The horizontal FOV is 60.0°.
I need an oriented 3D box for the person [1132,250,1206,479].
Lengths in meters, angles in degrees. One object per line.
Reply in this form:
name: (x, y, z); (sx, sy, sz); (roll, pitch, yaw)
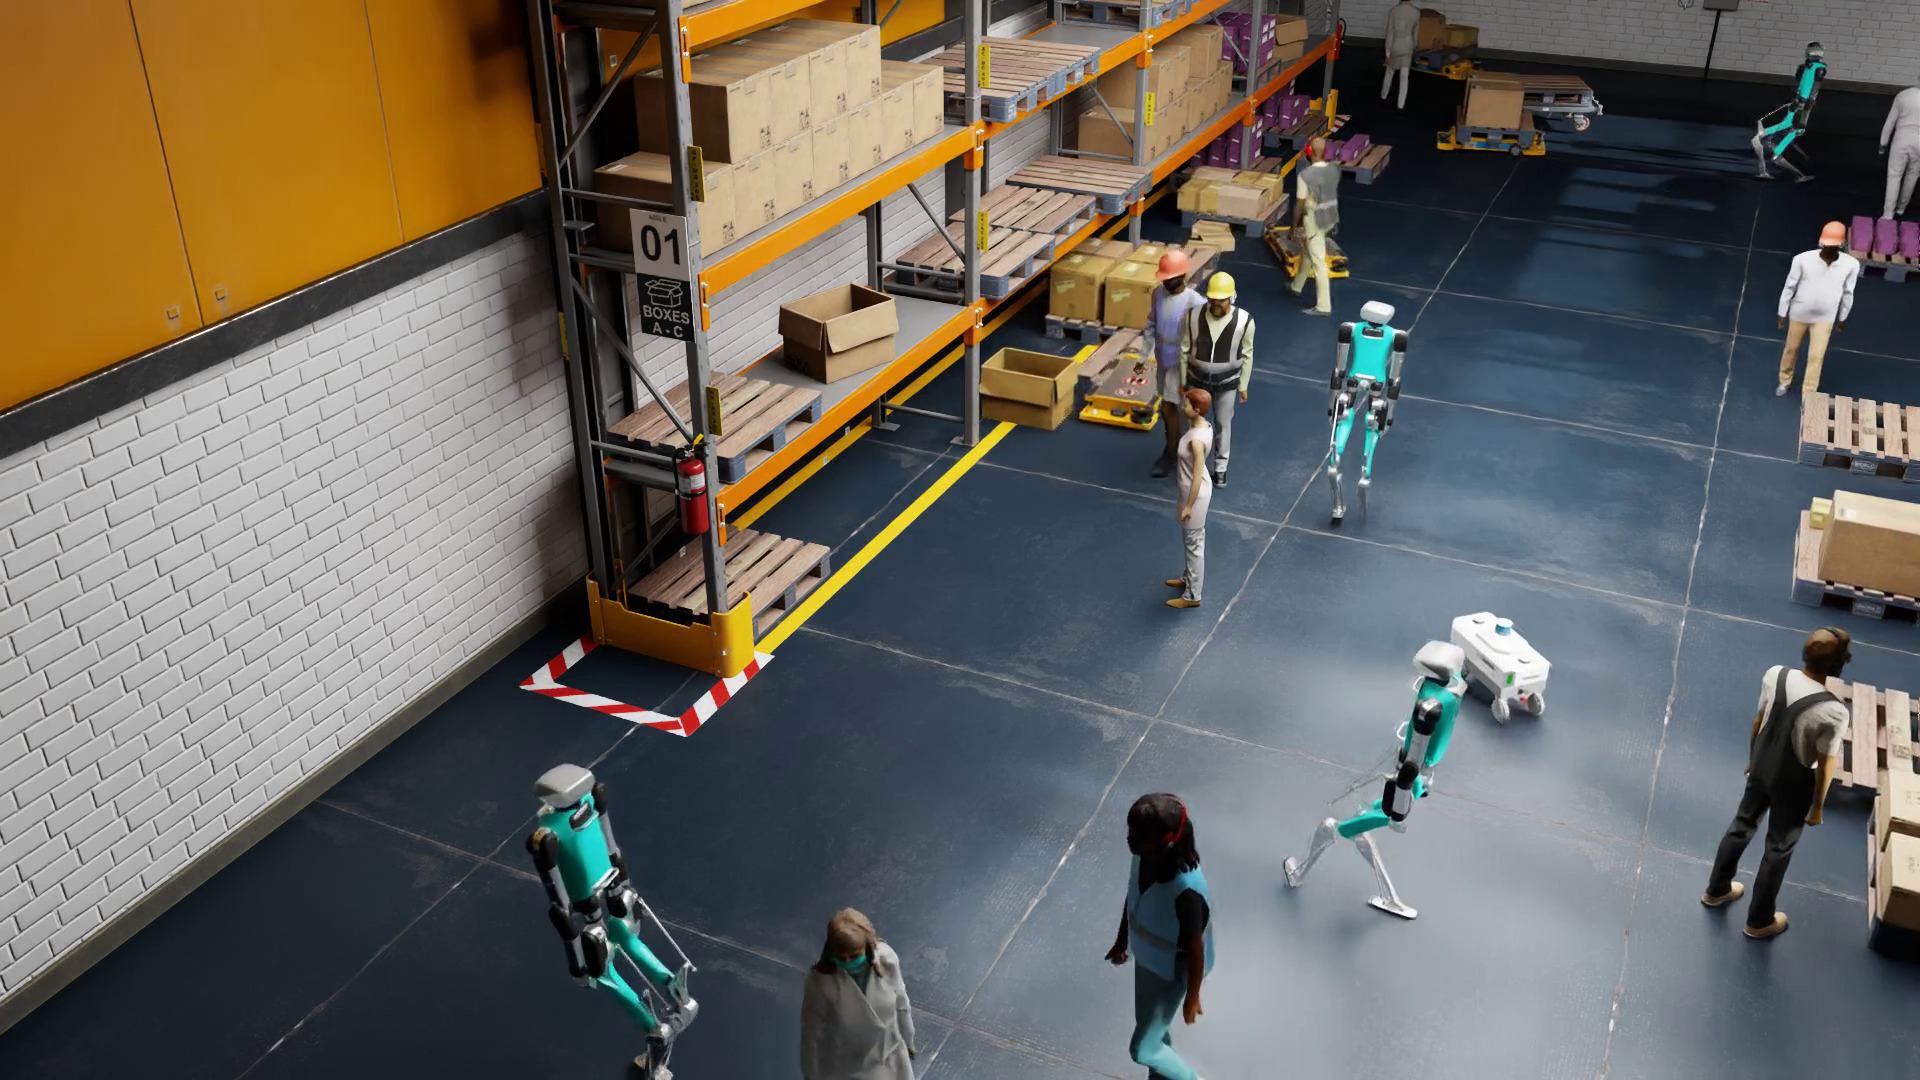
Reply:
person: (1.680, -1.451, 13.682); (0.625, 1.916, 0.561); (-20, 34, -32)

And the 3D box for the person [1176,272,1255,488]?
person: (2.053, -1.297, 13.484); (0.587, 1.834, 0.404); (8, 29, 14)

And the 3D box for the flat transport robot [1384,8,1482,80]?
flat transport robot: (7.695, -7.734, 27.068); (0.659, 0.231, 1.431); (-25, 37, -38)

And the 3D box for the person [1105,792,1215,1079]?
person: (0.902, 1.919, 7.496); (0.443, 1.856, 0.547); (-11, 30, -19)

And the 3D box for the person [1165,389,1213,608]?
person: (1.642, -0.304, 11.824); (0.283, 1.661, 0.449); (4, 29, 8)

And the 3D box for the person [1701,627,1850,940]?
person: (4.329, 1.265, 8.736); (0.345, 1.836, 0.501); (-12, 30, -21)

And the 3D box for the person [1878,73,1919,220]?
person: (11.333, -4.718, 19.819); (0.663, 1.892, 0.828); (11, 30, 19)

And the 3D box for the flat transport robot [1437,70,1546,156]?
flat transport robot: (7.333, -5.517, 22.958); (1.431, 0.231, 0.659); (7, 29, 13)

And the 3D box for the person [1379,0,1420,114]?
person: (6.519, -7.288, 24.669); (0.513, 1.776, 1.012); (1, 28, 2)

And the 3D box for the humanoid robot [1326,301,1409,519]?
humanoid robot: (3.065, -0.860, 12.854); (0.540, 1.856, 0.761); (11, 30, 19)

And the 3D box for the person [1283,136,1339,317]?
person: (3.654, -3.265, 17.198); (0.592, 1.777, 0.862); (-25, 37, -38)

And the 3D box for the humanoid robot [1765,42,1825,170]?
humanoid robot: (11.050, -5.704, 21.831); (0.581, 1.636, 0.600); (8, 29, 15)

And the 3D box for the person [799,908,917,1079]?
person: (-0.475, 2.186, 7.219); (0.517, 1.636, 0.641); (-15, 32, -25)

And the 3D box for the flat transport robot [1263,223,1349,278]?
flat transport robot: (3.900, -3.272, 18.795); (0.659, 0.231, 1.431); (-1, 28, -3)

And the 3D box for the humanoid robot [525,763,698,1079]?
humanoid robot: (-1.515, 1.891, 7.729); (0.786, 1.816, 0.559); (9, 30, 16)

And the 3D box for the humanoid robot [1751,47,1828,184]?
humanoid robot: (10.516, -5.360, 21.101); (0.954, 1.755, 0.563); (4, 29, 7)

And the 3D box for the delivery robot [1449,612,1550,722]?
delivery robot: (3.535, 0.785, 10.953); (0.499, 0.577, 0.769); (-9, 30, -16)

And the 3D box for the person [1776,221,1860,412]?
person: (7.663, -2.009, 14.934); (0.589, 1.712, 0.805); (12, 30, 20)

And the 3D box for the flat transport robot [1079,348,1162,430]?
flat transport robot: (1.631, -1.395, 15.315); (0.659, 0.231, 1.431); (11, 30, 19)

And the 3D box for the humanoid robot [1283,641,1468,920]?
humanoid robot: (2.165, 1.271, 8.890); (0.887, 1.836, 0.544); (17, 33, 28)
